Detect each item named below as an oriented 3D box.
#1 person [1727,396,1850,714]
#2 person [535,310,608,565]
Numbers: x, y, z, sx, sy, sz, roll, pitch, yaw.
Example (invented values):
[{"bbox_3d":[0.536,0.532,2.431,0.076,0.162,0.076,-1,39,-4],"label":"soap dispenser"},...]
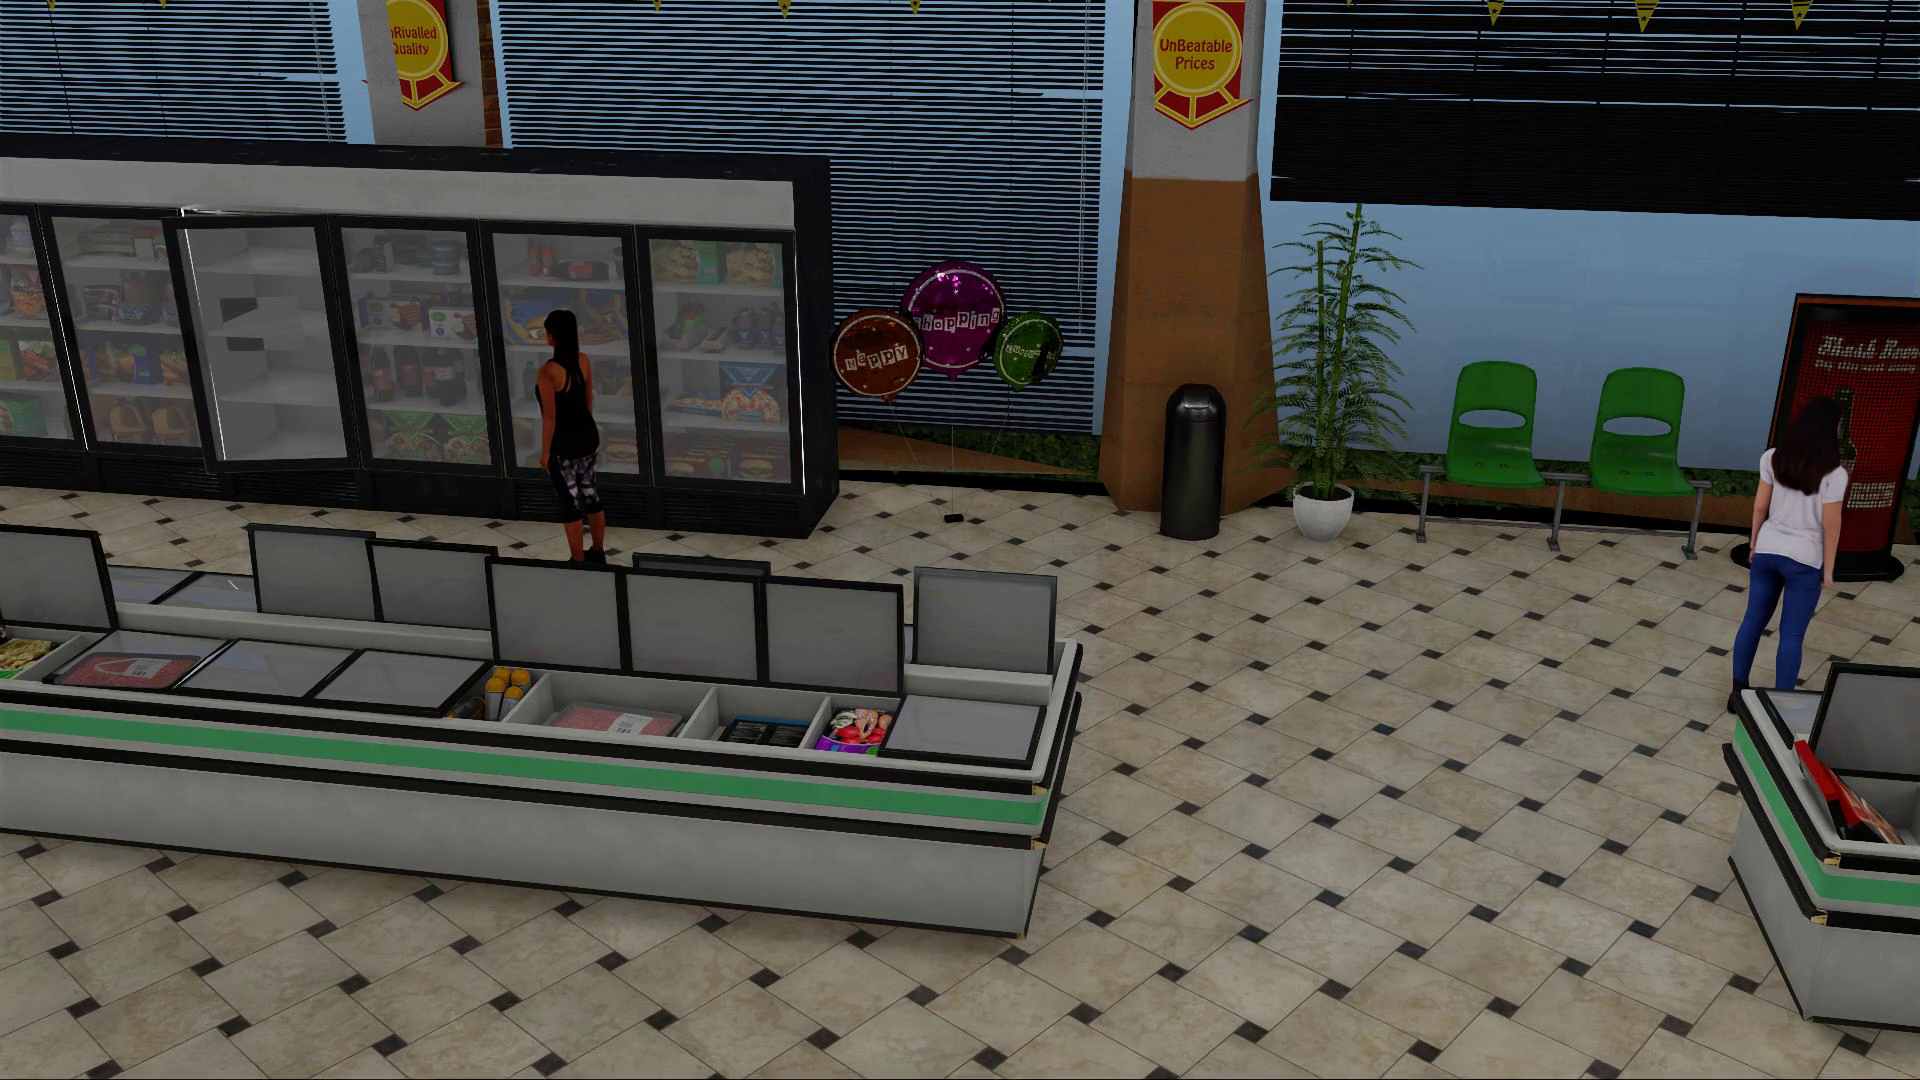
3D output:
[{"bbox_3d":[4.077,0.120,8.188,0.725,1.683,0.675,-13,25,-29],"label":"person"},{"bbox_3d":[-2.333,-0.589,9.986,0.620,1.658,0.643,12,25,28],"label":"person"}]
